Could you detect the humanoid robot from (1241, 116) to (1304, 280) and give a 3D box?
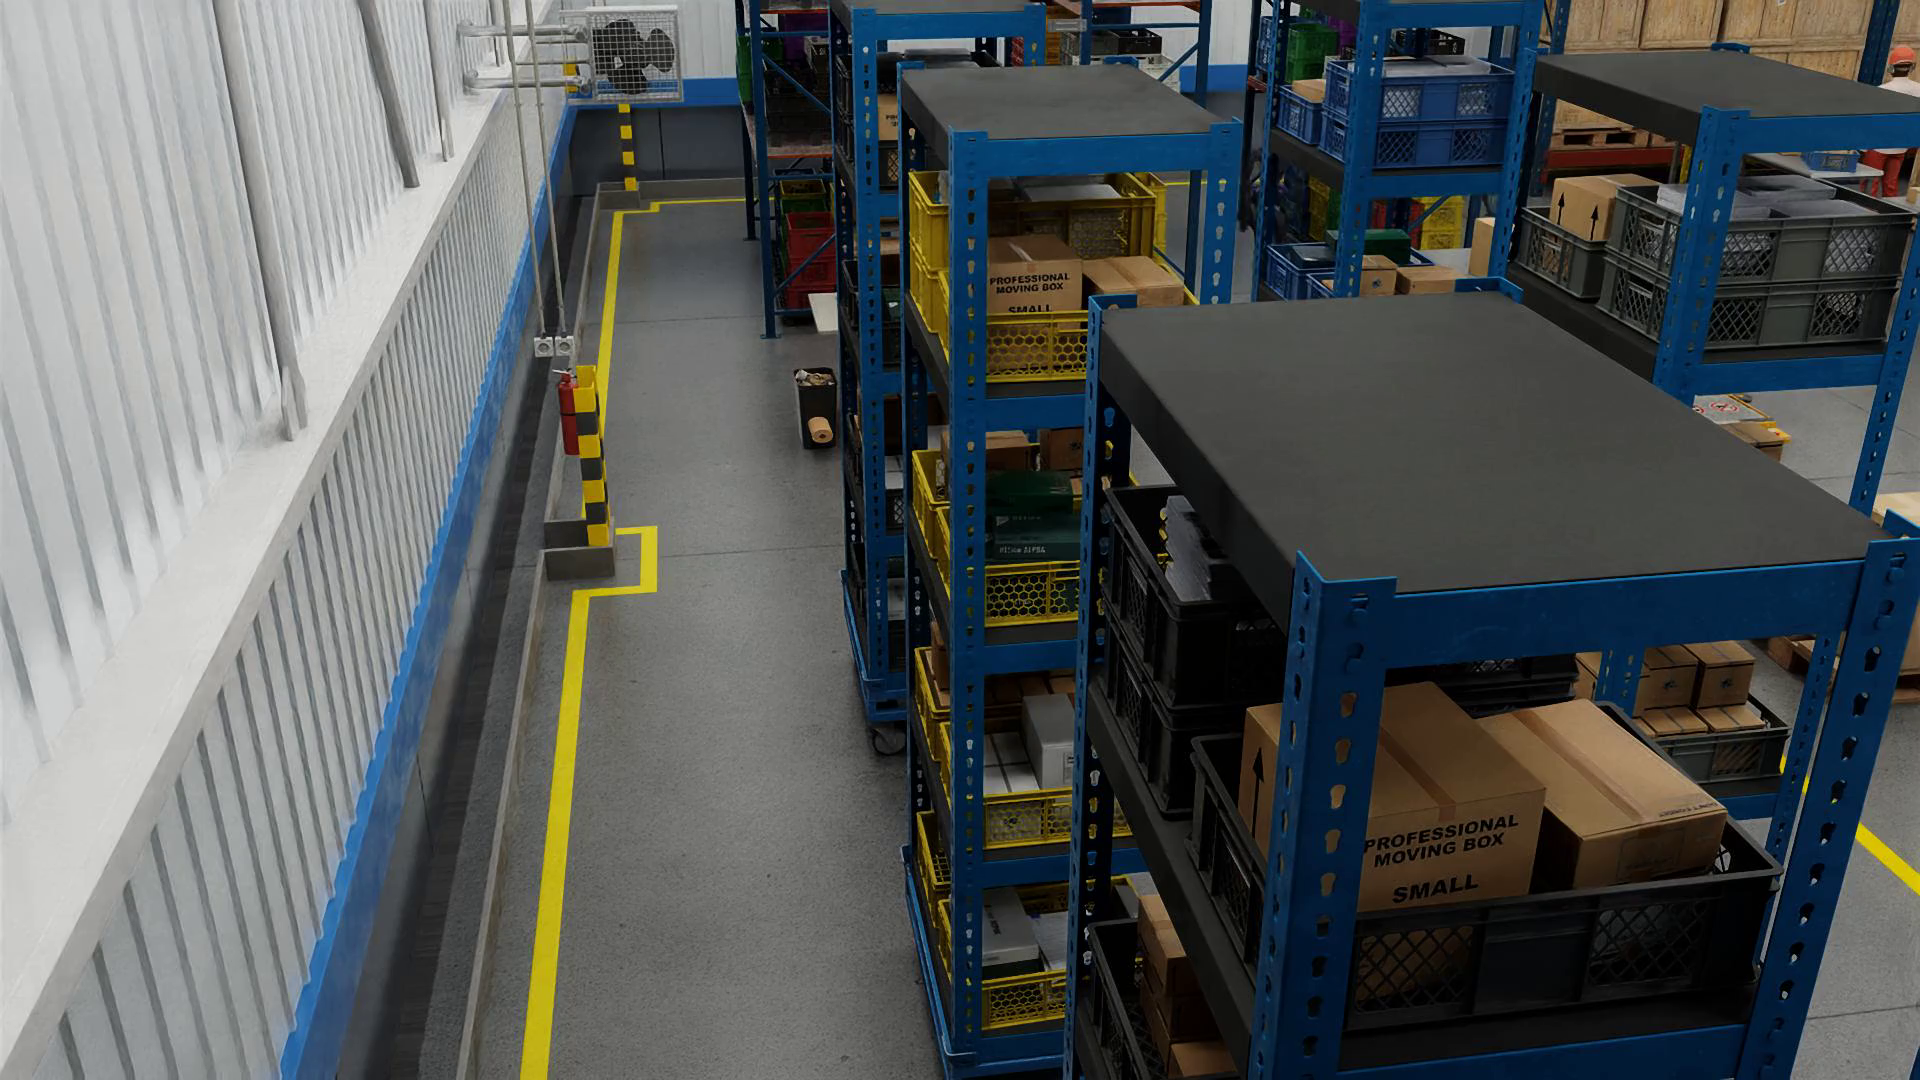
[{"bbox_3d":[2.857,-3.070,15.285,0.592,1.648,0.466,-6,25,-13],"label":"humanoid robot"}]

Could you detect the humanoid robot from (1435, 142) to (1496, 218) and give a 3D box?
[{"bbox_3d":[5.555,-4.297,18.016,0.764,1.631,0.566,21,32,38],"label":"humanoid robot"}]

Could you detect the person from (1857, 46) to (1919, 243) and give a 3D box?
[{"bbox_3d":[9.405,-3.998,16.930,0.610,1.991,0.389,-5,25,-11],"label":"person"}]

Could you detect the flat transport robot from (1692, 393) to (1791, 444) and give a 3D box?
[{"bbox_3d":[5.224,-0.859,12.132,1.431,0.197,0.652,-4,25,-8],"label":"flat transport robot"}]
